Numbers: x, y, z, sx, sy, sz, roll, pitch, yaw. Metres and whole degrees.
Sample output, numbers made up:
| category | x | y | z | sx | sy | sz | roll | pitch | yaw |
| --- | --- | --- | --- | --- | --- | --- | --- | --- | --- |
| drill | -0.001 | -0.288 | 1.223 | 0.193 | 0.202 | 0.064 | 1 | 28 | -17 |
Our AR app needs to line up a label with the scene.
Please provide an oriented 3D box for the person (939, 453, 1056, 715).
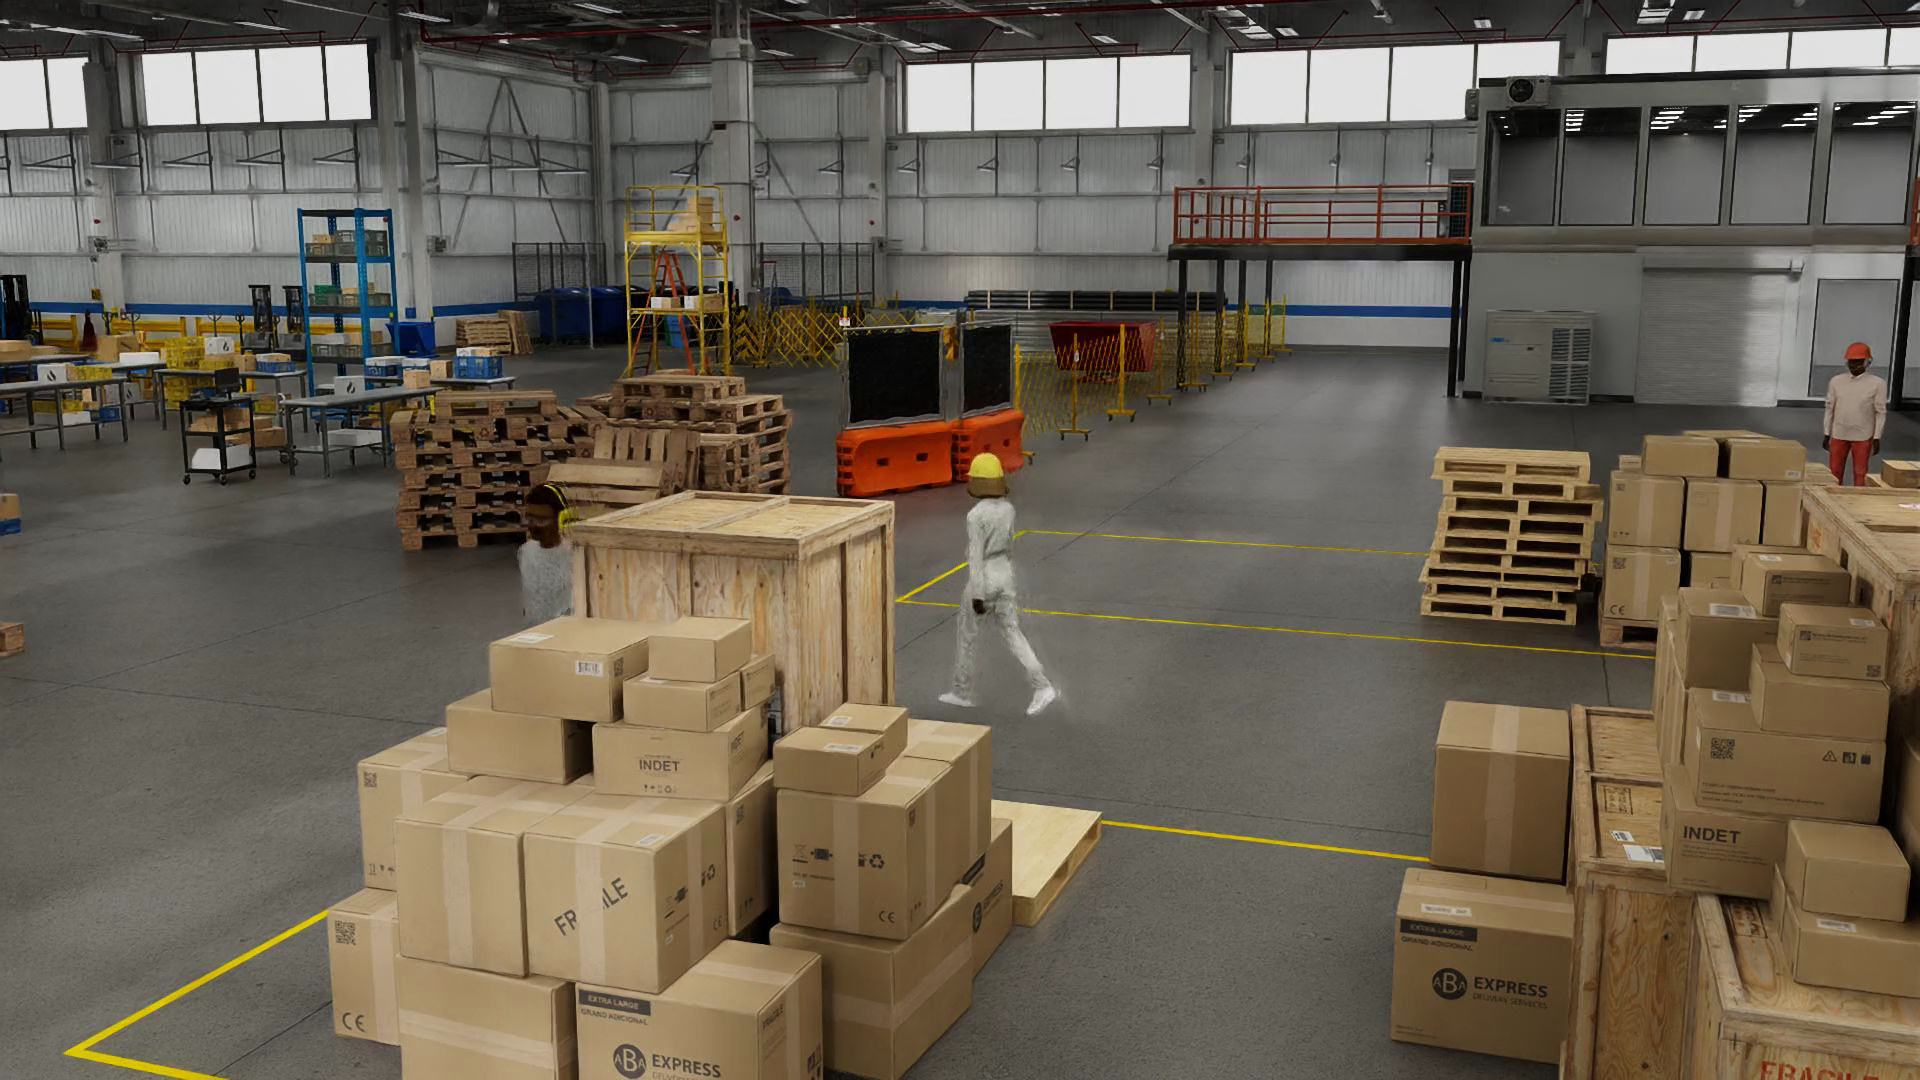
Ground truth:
| category | x | y | z | sx | sy | sz | roll | pitch | yaw |
| --- | --- | --- | --- | --- | --- | --- | --- | --- | --- |
| person | 0.239 | 0.284 | 10.766 | 0.843 | 1.714 | 0.487 | 9 | 13 | 41 |

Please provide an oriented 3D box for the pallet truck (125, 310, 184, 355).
| category | x | y | z | sx | sy | sz | roll | pitch | yaw |
| --- | --- | --- | --- | --- | --- | --- | --- | --- | --- |
| pallet truck | -22.038 | -5.665 | 45.457 | 0.704 | 1.261 | 1.522 | 3 | 11 | 17 |

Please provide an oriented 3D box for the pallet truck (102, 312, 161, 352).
| category | x | y | z | sx | sy | sz | roll | pitch | yaw |
| --- | --- | --- | --- | --- | --- | --- | --- | --- | --- |
| pallet truck | -23.057 | -5.777 | 46.261 | 0.680 | 1.201 | 1.601 | 3 | 11 | 19 |

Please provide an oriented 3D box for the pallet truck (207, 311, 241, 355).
| category | x | y | z | sx | sy | sz | roll | pitch | yaw |
| --- | --- | --- | --- | --- | --- | --- | --- | --- | --- |
| pallet truck | -19.537 | -5.575 | 44.913 | 0.653 | 1.274 | 1.630 | 3 | 11 | 19 |

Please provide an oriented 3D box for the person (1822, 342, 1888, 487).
| category | x | y | z | sx | sy | sz | roll | pitch | yaw |
| --- | --- | --- | --- | --- | --- | --- | --- | --- | --- |
| person | 9.630 | -1.134 | 17.955 | 0.389 | 1.996 | 0.612 | -9 | 13 | -40 |

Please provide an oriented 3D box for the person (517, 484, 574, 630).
| category | x | y | z | sx | sy | sz | roll | pitch | yaw |
| --- | --- | --- | --- | --- | --- | --- | --- | --- | --- |
| person | -2.070 | 0.636 | 8.408 | 0.498 | 1.848 | 0.598 | 4 | 11 | 22 |

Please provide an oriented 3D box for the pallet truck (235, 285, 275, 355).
| category | x | y | z | sx | sy | sz | roll | pitch | yaw |
| --- | --- | --- | --- | --- | --- | --- | --- | --- | --- |
| pallet truck | -18.327 | -5.835 | 44.421 | 0.823 | 1.965 | 1.885 | 4 | 11 | 23 |

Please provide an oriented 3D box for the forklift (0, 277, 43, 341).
| category | x | y | z | sx | sy | sz | roll | pitch | yaw |
| --- | --- | --- | --- | --- | --- | --- | --- | --- | --- |
| forklift | -27.151 | -6.329 | 46.328 | 1.157 | 1.987 | 2.680 | 3 | 11 | 17 |

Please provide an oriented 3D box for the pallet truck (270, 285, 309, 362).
| category | x | y | z | sx | sy | sz | roll | pitch | yaw |
| --- | --- | --- | --- | --- | --- | --- | --- | --- | --- |
| pallet truck | -17.147 | -5.700 | 43.663 | 0.823 | 1.965 | 1.885 | 3 | 11 | 17 |
